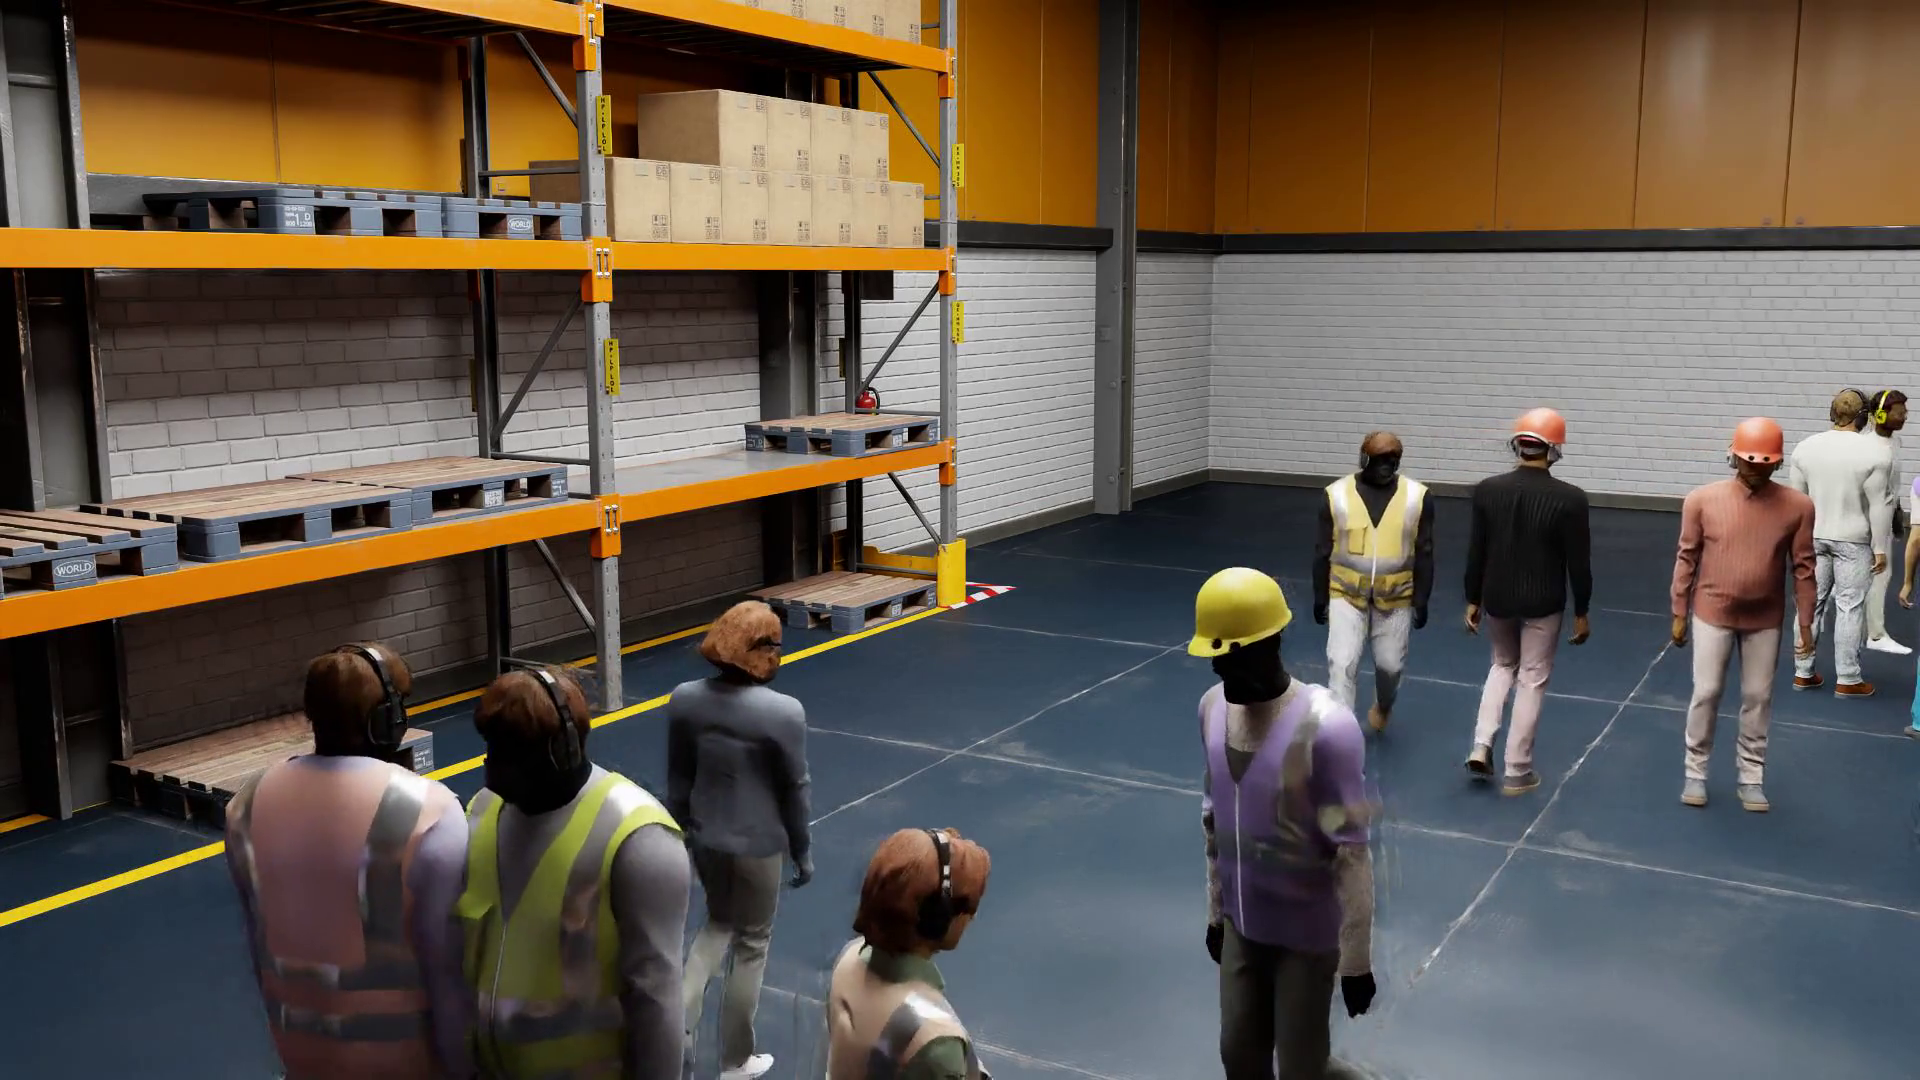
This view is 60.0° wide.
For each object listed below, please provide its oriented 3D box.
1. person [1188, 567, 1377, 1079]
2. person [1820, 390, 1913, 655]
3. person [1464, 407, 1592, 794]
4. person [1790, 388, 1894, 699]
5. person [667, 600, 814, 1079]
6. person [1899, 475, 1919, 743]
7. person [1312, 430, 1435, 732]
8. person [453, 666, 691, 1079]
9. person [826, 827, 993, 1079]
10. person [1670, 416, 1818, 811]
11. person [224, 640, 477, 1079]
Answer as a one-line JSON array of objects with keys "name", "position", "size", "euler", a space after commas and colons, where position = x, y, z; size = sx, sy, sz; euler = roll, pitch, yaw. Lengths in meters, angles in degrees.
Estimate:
[{"name": "person", "position": [0.920, 0.996, 4.467], "size": [0.693, 1.887, 0.650], "euler": [-5, 10, -29]}, {"name": "person", "position": [6.410, -0.148, 11.745], "size": [0.536, 1.852, 0.704], "euler": [-7, 11, -37]}, {"name": "person", "position": [2.899, 0.315, 8.460], "size": [0.435, 1.975, 0.625], "euler": [-9, 13, -43]}, {"name": "person", "position": [5.503, 0.020, 10.416], "size": [0.373, 1.940, 0.629], "euler": [-6, 11, -34]}, {"name": "person", "position": [-0.723, 0.996, 5.366], "size": [0.506, 1.615, 0.393], "euler": [4, 10, 25]}, {"name": "person", "position": [5.580, 0.247, 9.282], "size": [0.575, 1.843, 0.373], "euler": [3, 10, 20]}, {"name": "person", "position": [2.254, 0.293, 9.120], "size": [0.645, 1.820, 0.711], "euler": [2, 9, 12]}, {"name": "person", "position": [-0.829, 1.153, 3.697], "size": [0.640, 1.822, 0.578], "euler": [6, 11, 31]}, {"name": "person", "position": [-0.163, 1.338, 3.164], "size": [0.447, 1.624, 0.530], "euler": [-4, 10, -23]}, {"name": "person", "position": [3.824, 0.372, 8.130], "size": [0.644, 1.970, 0.458], "euler": [2, 9, 14]}, {"name": "person", "position": [-1.323, 1.128, 3.832], "size": [0.652, 1.829, 0.520], "euler": [3, 10, 17]}]
